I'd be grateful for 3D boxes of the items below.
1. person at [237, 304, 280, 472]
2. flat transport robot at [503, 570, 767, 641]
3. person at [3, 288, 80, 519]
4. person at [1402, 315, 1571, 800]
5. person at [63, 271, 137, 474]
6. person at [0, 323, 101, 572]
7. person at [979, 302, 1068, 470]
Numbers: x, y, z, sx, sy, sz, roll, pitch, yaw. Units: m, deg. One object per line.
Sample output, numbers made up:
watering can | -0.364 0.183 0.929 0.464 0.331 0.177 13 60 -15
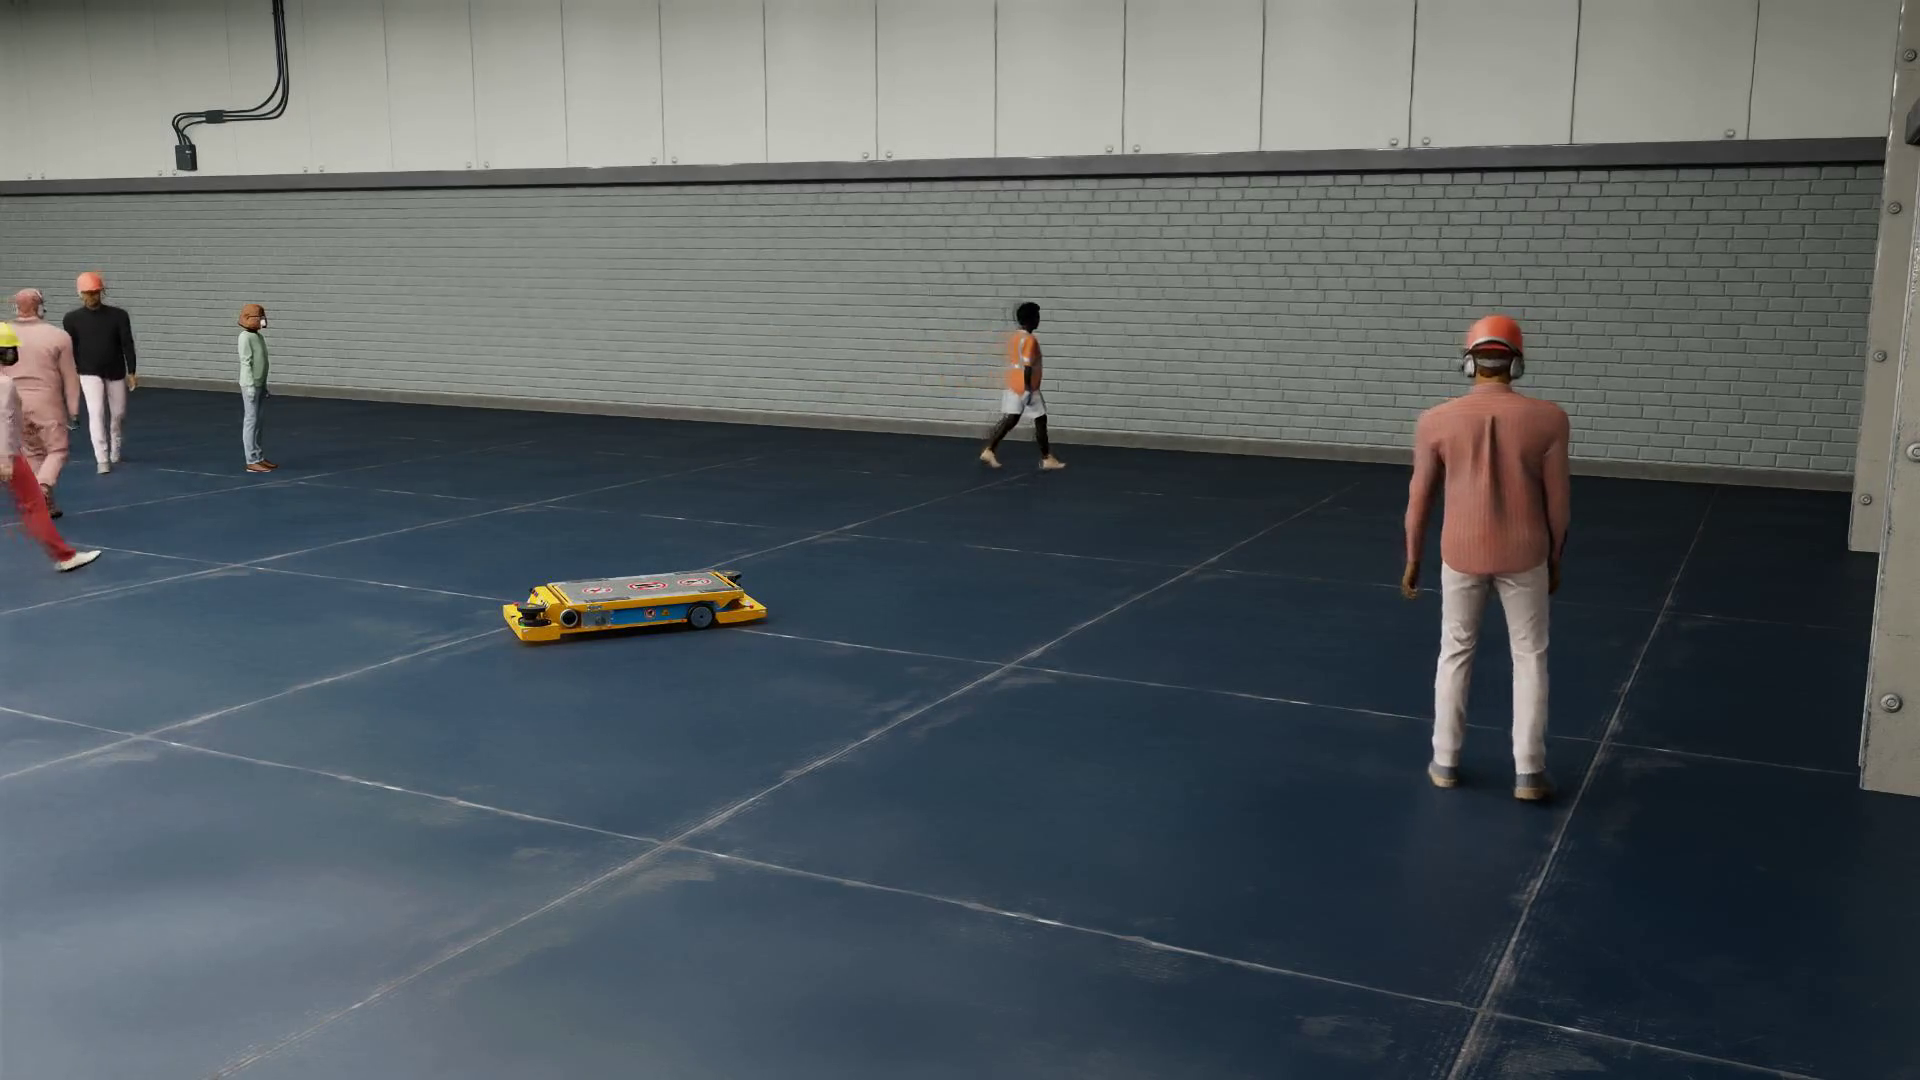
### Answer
person | -6.877 -1.487 16.259 0.284 1.634 0.498 -1 10 -5
flat transport robot | -1.926 0.372 9.846 1.431 0.197 0.652 -5 11 -23
person | -7.327 -1.044 13.179 0.649 1.886 0.715 -1 10 -5
person | 2.174 0.076 6.825 0.710 1.967 0.553 4 11 23
person | -8.454 -1.668 16.387 0.605 1.955 0.948 -6 12 -29
person | -6.339 -0.585 11.098 0.545 1.711 0.898 9 14 40
person | 0.591 -1.495 16.256 0.857 1.665 0.539 -3 11 -14
